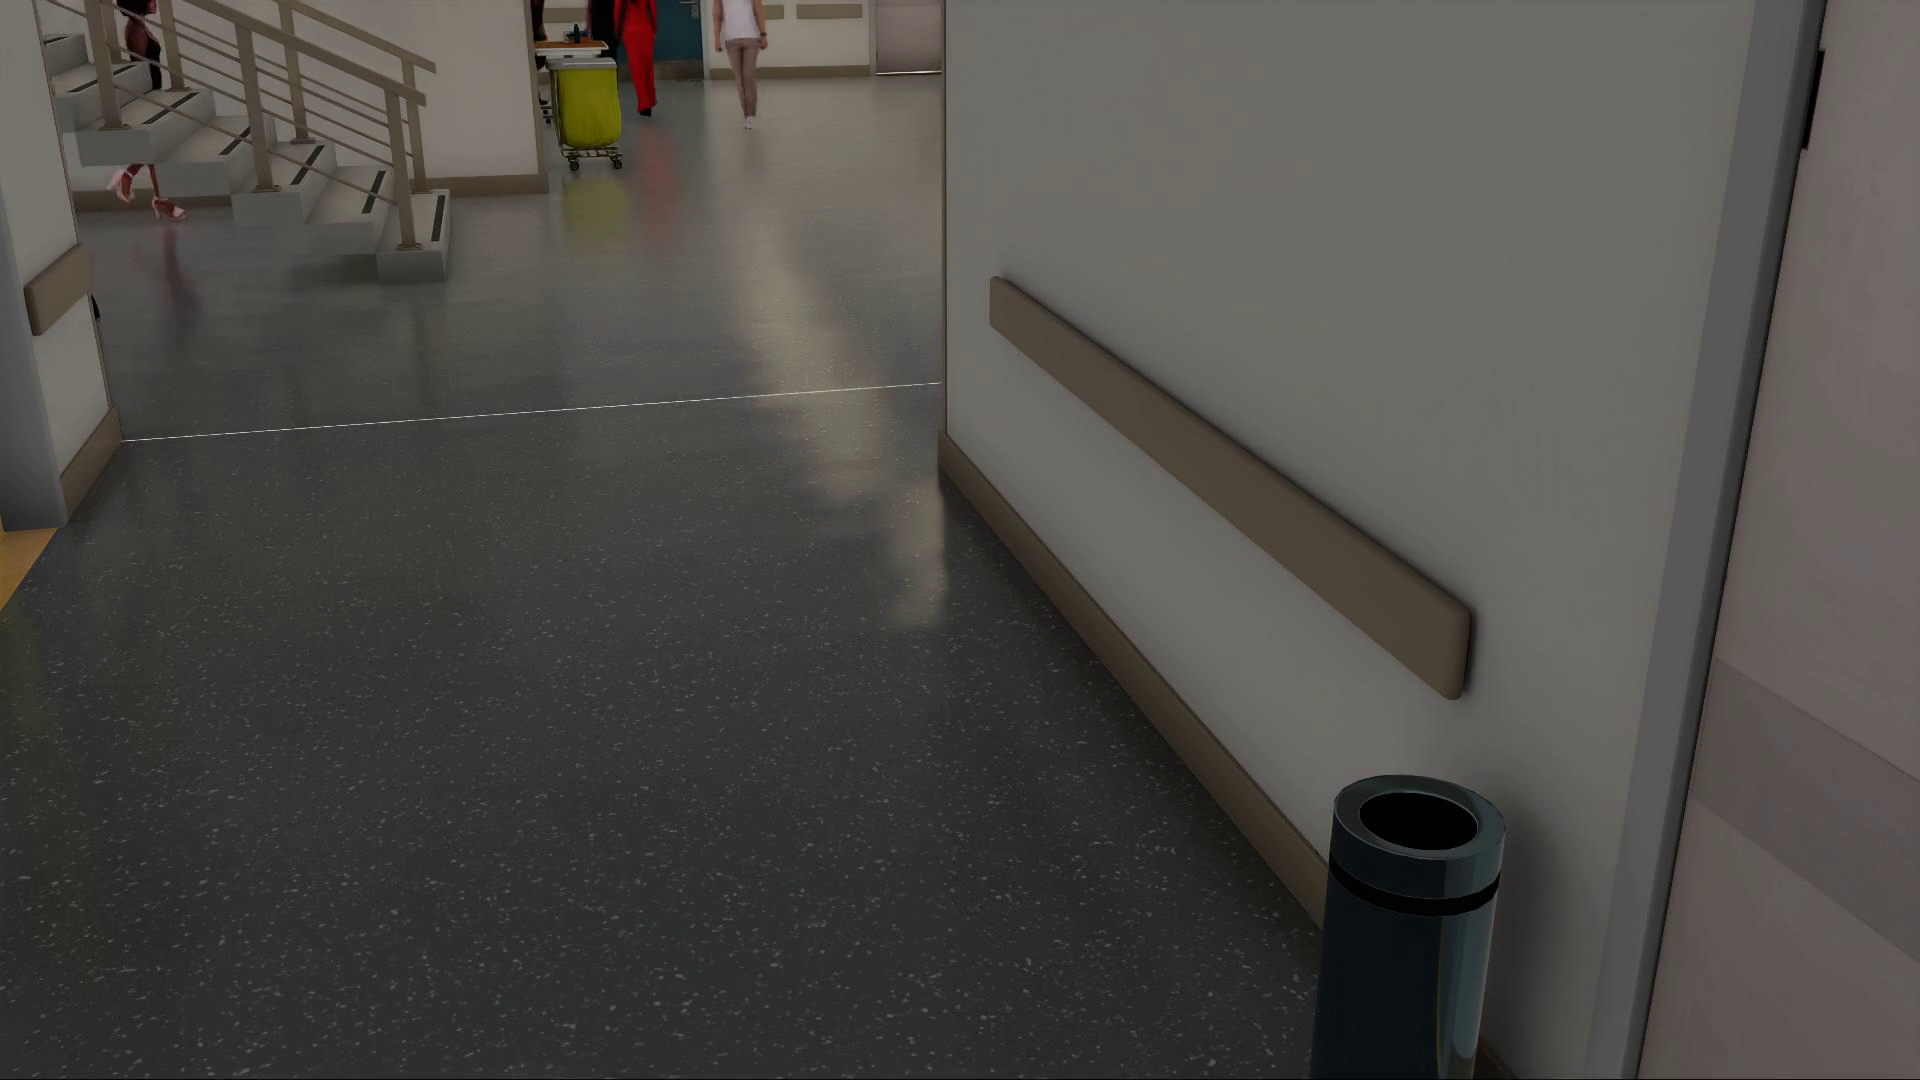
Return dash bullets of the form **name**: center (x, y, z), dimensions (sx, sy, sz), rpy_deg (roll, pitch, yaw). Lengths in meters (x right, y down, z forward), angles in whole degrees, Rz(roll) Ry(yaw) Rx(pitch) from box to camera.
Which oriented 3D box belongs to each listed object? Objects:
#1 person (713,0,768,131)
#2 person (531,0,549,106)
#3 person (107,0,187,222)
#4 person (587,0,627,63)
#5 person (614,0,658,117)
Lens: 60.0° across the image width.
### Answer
- **person**: center (-2.314, -5.356, 17.793), dimensions (0.756, 1.867, 0.878), rpy_deg (3, 21, 7)
- **person**: center (-5.219, -6.065, 19.908), dimensions (0.718, 1.695, 0.687), rpy_deg (0, 21, 0)
- **person**: center (-6.153, -3.256, 12.380), dimensions (0.814, 1.774, 0.604), rpy_deg (-8, 22, -21)
- **person**: center (-4.234, -6.092, 19.931), dimensions (0.629, 1.728, 0.773), rpy_deg (-2, 21, -5)
- **person**: center (-3.617, -5.674, 18.789), dimensions (0.947, 1.757, 0.811), rpy_deg (-11, 23, -27)
